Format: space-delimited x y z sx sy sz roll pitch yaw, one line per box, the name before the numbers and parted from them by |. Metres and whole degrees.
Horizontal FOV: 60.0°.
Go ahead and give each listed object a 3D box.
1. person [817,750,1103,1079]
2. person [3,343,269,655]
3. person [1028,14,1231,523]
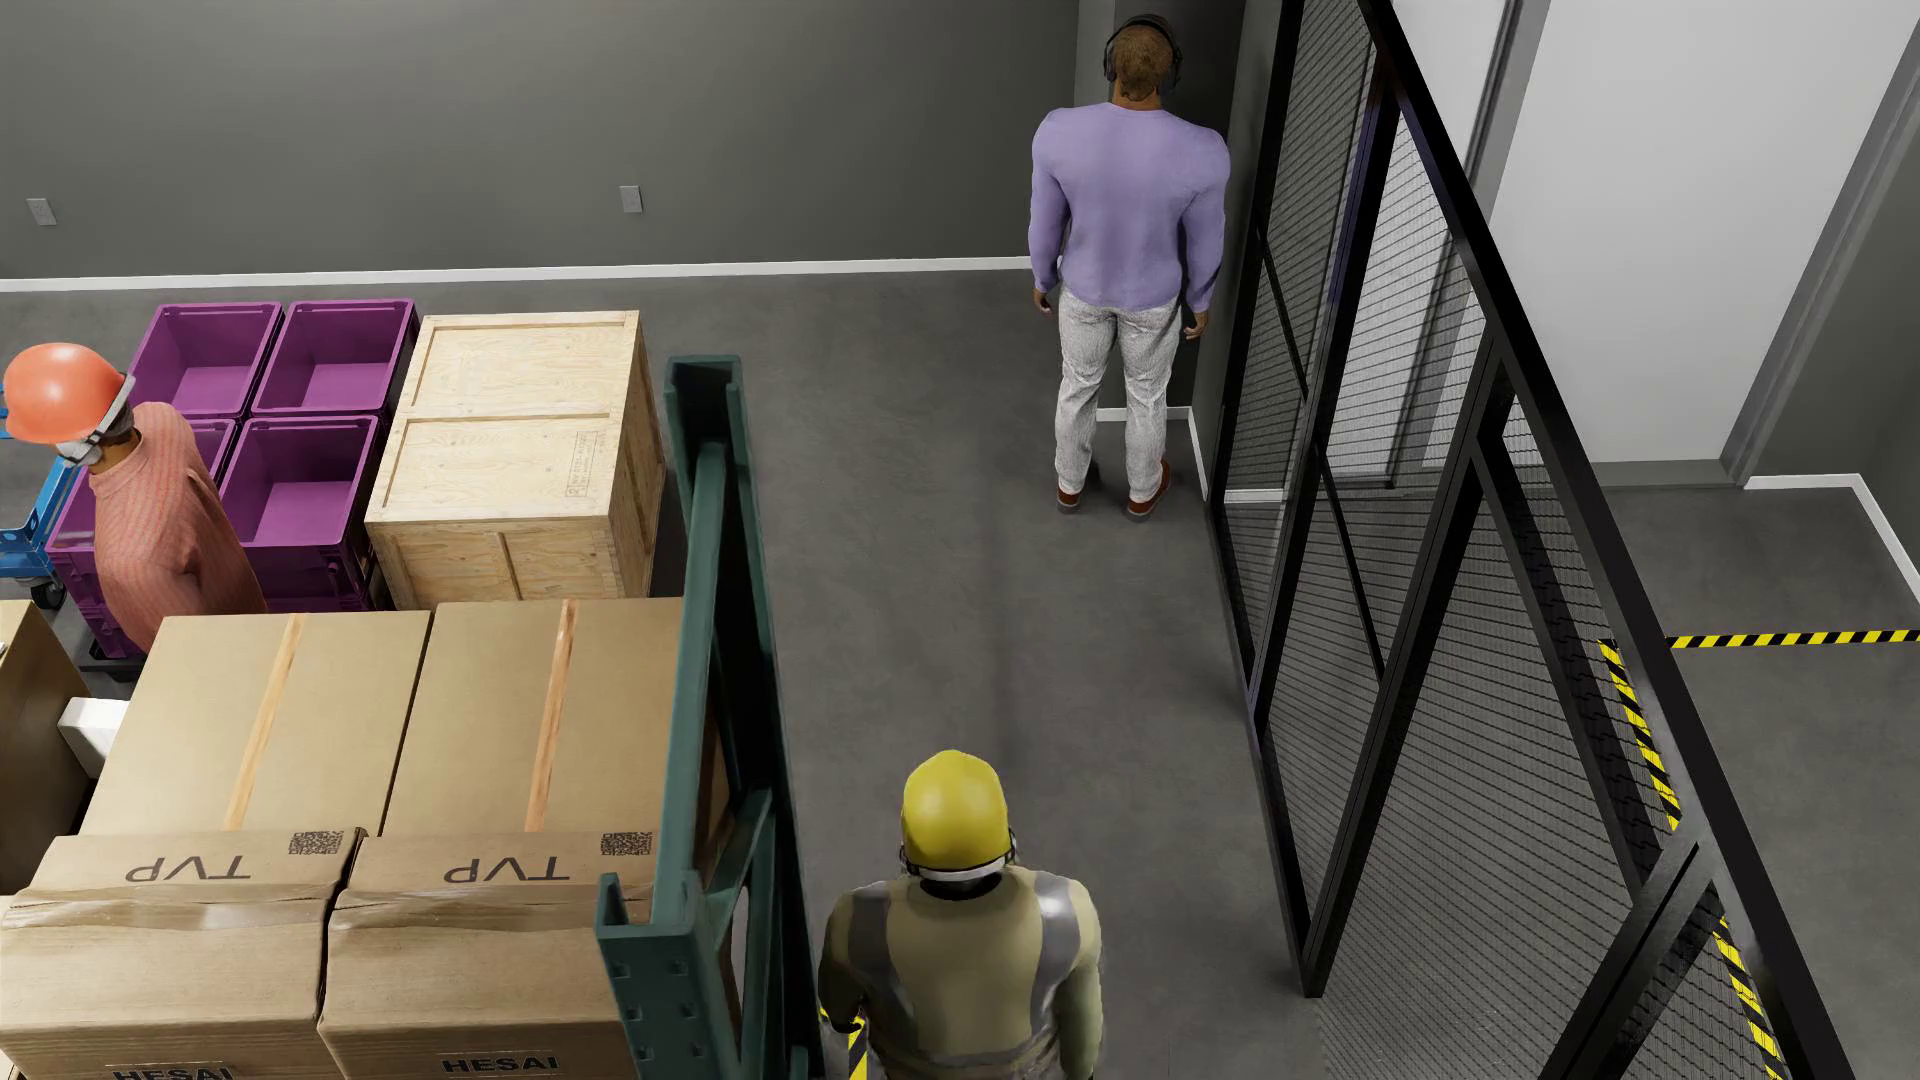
person | -0.017 1.047 3.859 0.618 1.780 0.922 -5 47 -5
person | -2.041 0.256 4.479 0.383 1.987 0.611 -12 48 -11
person | 0.541 -0.845 5.563 0.635 1.937 0.354 10 47 9
